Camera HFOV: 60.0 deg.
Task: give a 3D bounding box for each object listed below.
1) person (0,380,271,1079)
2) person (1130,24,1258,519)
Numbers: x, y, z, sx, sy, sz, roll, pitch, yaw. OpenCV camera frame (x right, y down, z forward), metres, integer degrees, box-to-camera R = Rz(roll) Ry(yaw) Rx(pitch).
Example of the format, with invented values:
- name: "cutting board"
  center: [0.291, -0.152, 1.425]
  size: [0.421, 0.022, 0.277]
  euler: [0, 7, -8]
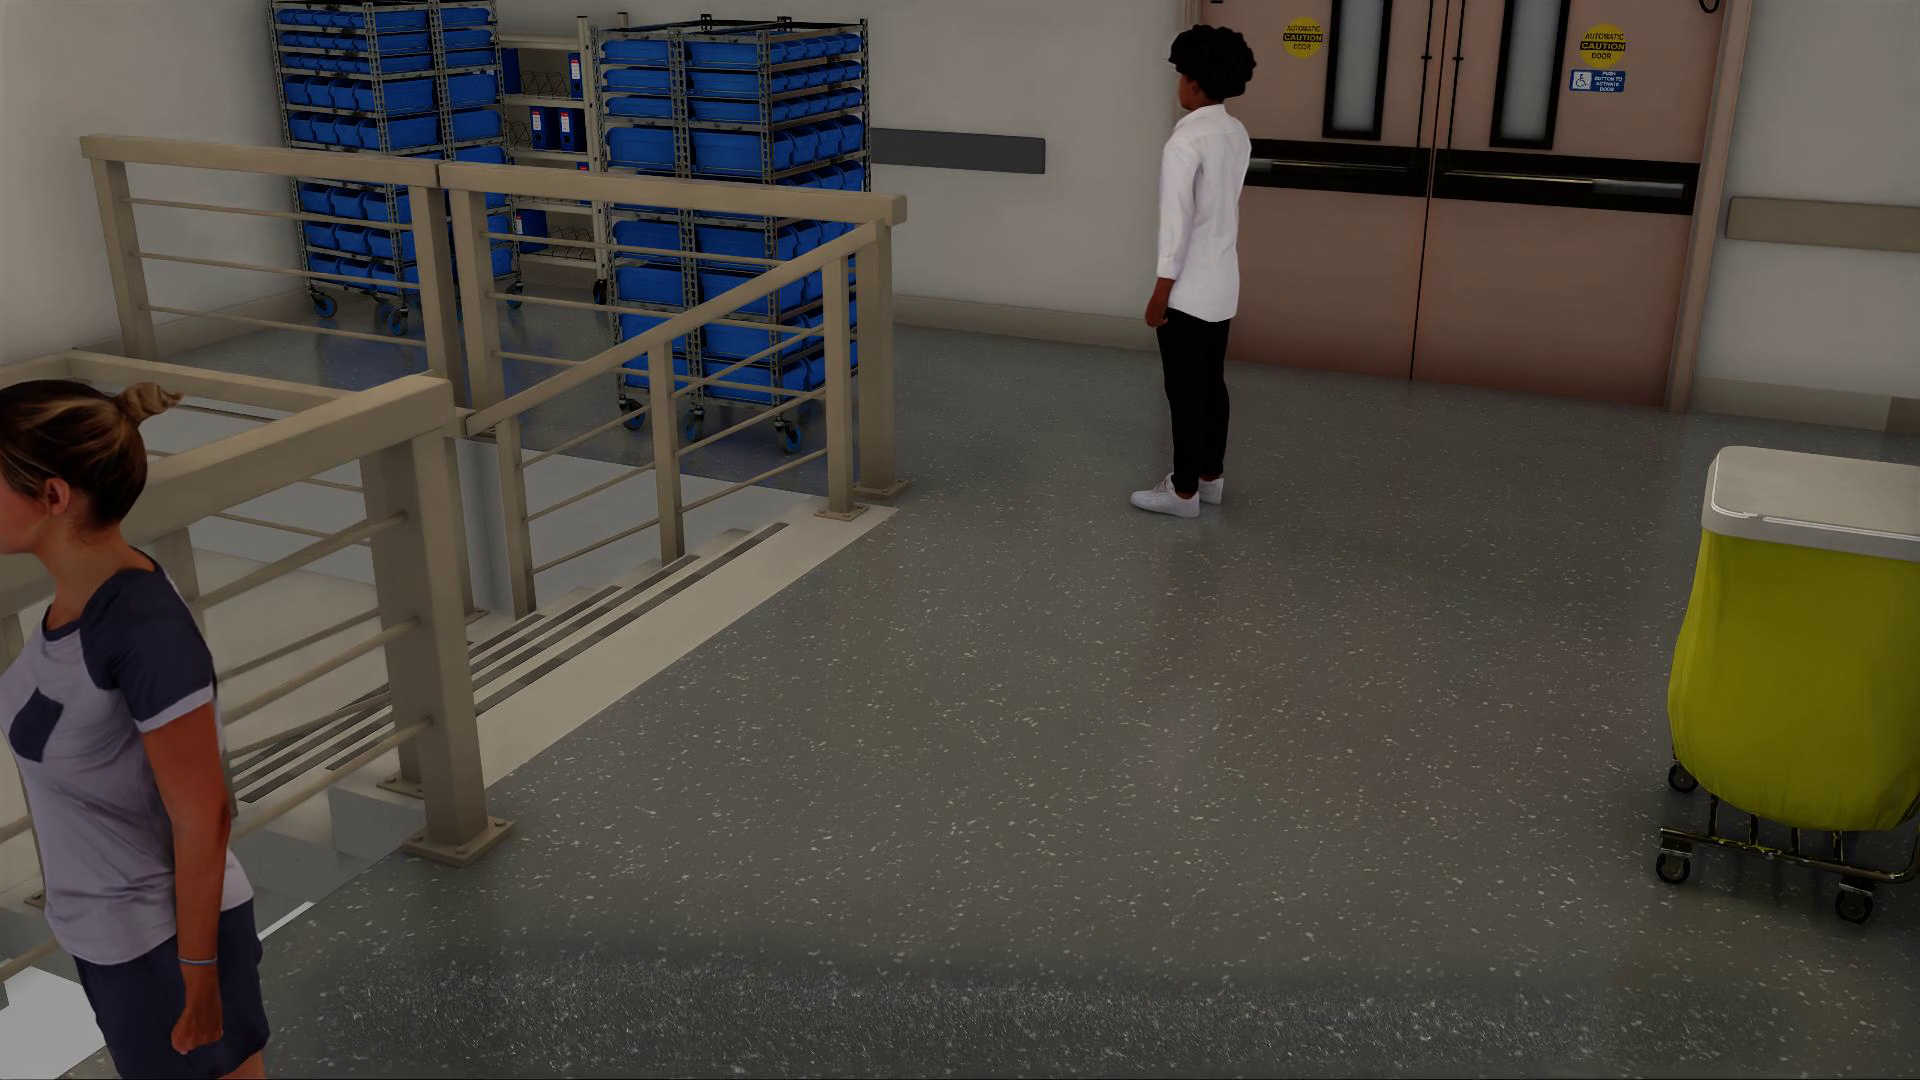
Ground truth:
- name: "person"
  center: [-1.152, 0.553, 2.405]
  size: [0.713, 1.624, 0.595]
  euler: [-15, 25, -34]
- name: "person"
  center: [0.886, -0.981, 6.194]
  size: [0.654, 1.810, 0.681]
  euler: [16, 26, 36]
